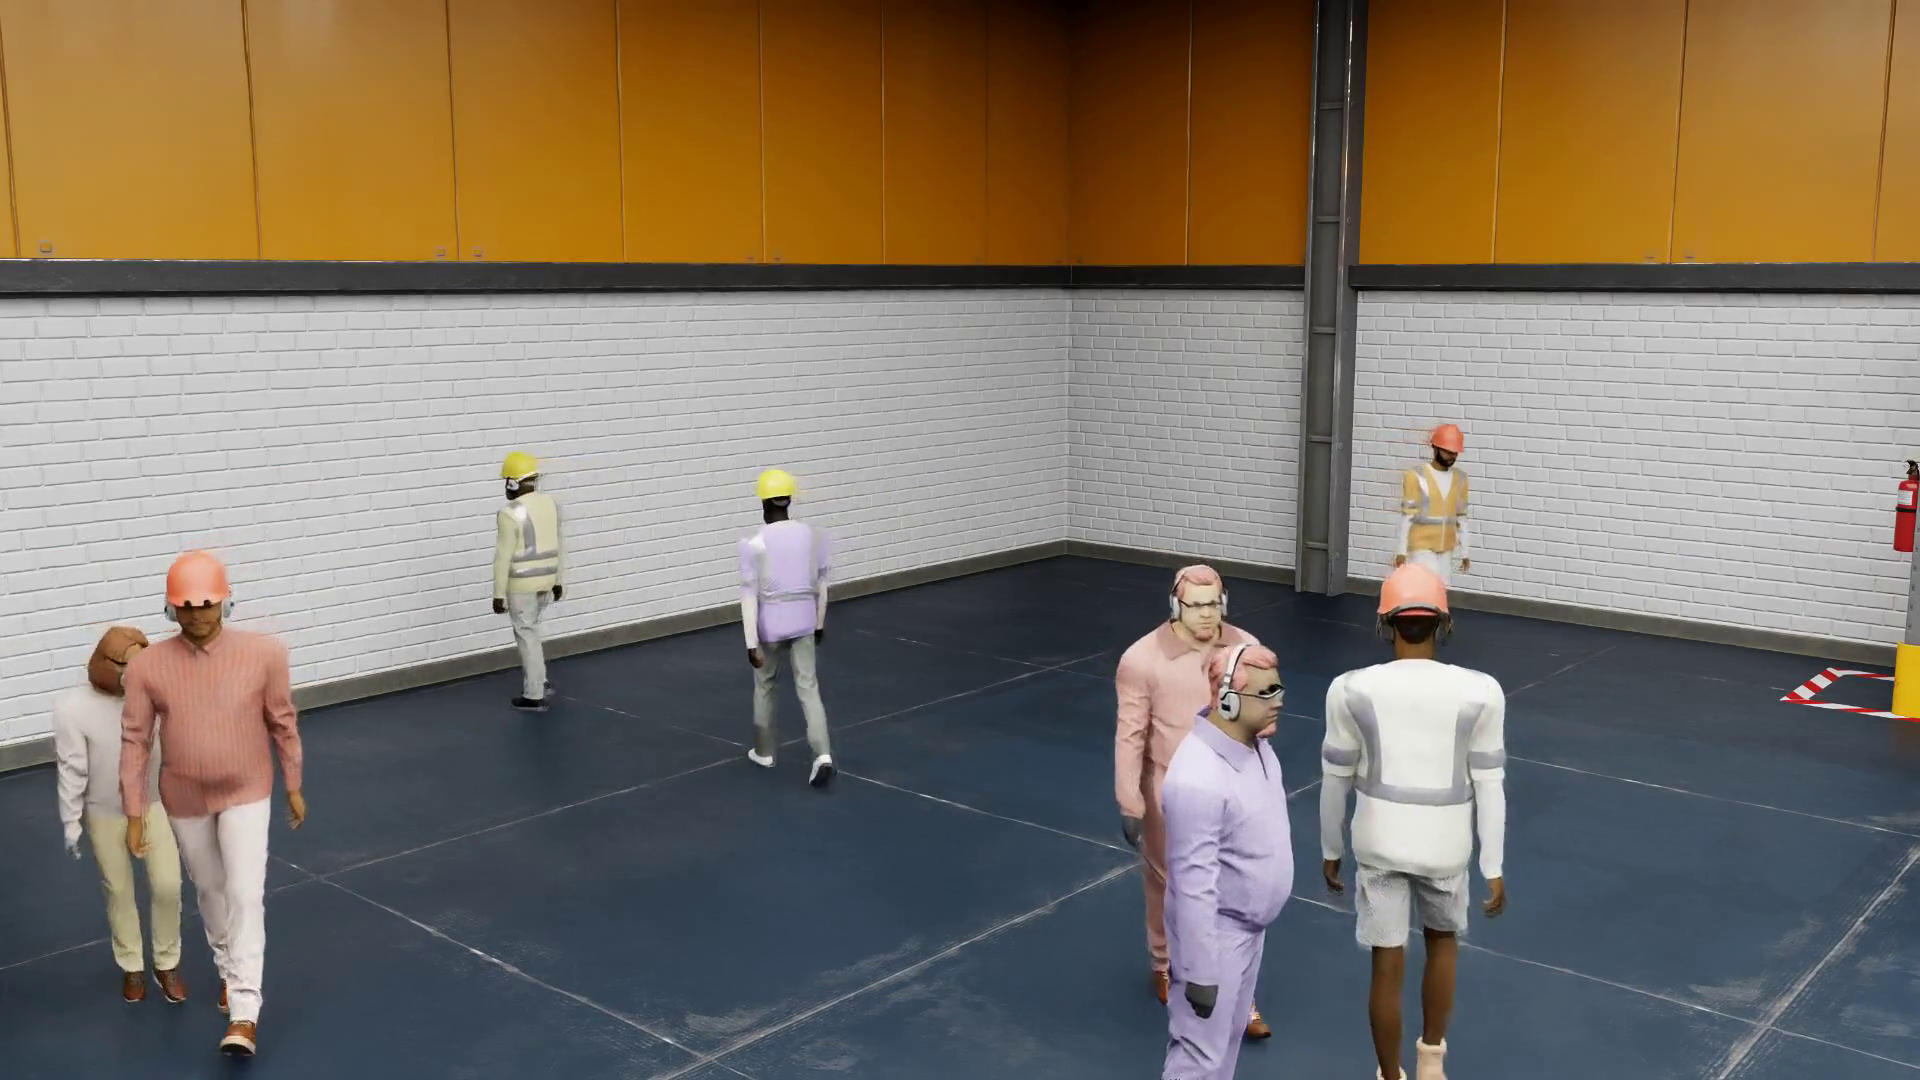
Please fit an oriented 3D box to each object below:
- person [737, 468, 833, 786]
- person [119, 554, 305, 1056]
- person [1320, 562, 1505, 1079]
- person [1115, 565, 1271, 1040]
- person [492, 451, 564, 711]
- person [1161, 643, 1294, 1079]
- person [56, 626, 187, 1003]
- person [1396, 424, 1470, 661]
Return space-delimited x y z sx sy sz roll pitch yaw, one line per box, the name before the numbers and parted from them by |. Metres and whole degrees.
person | -1.033 0.513 9.991 0.590 1.892 0.929 -4 10 -24
person | -2.944 1.030 6.517 0.655 1.945 1.013 -2 9 -14
person | 1.612 1.085 5.964 0.640 2.020 0.590 2 9 12
person | 0.964 1.043 6.662 0.682 1.873 0.844 -2 9 -10
person | -3.054 0.290 11.579 0.504 1.817 0.622 4 10 23
person | 0.858 1.254 5.312 0.397 1.899 0.650 5 10 26
person | -3.423 1.144 6.855 0.513 1.615 0.518 -5 11 -31
person | 3.647 0.062 12.729 0.560 1.910 0.515 -3 10 -18
